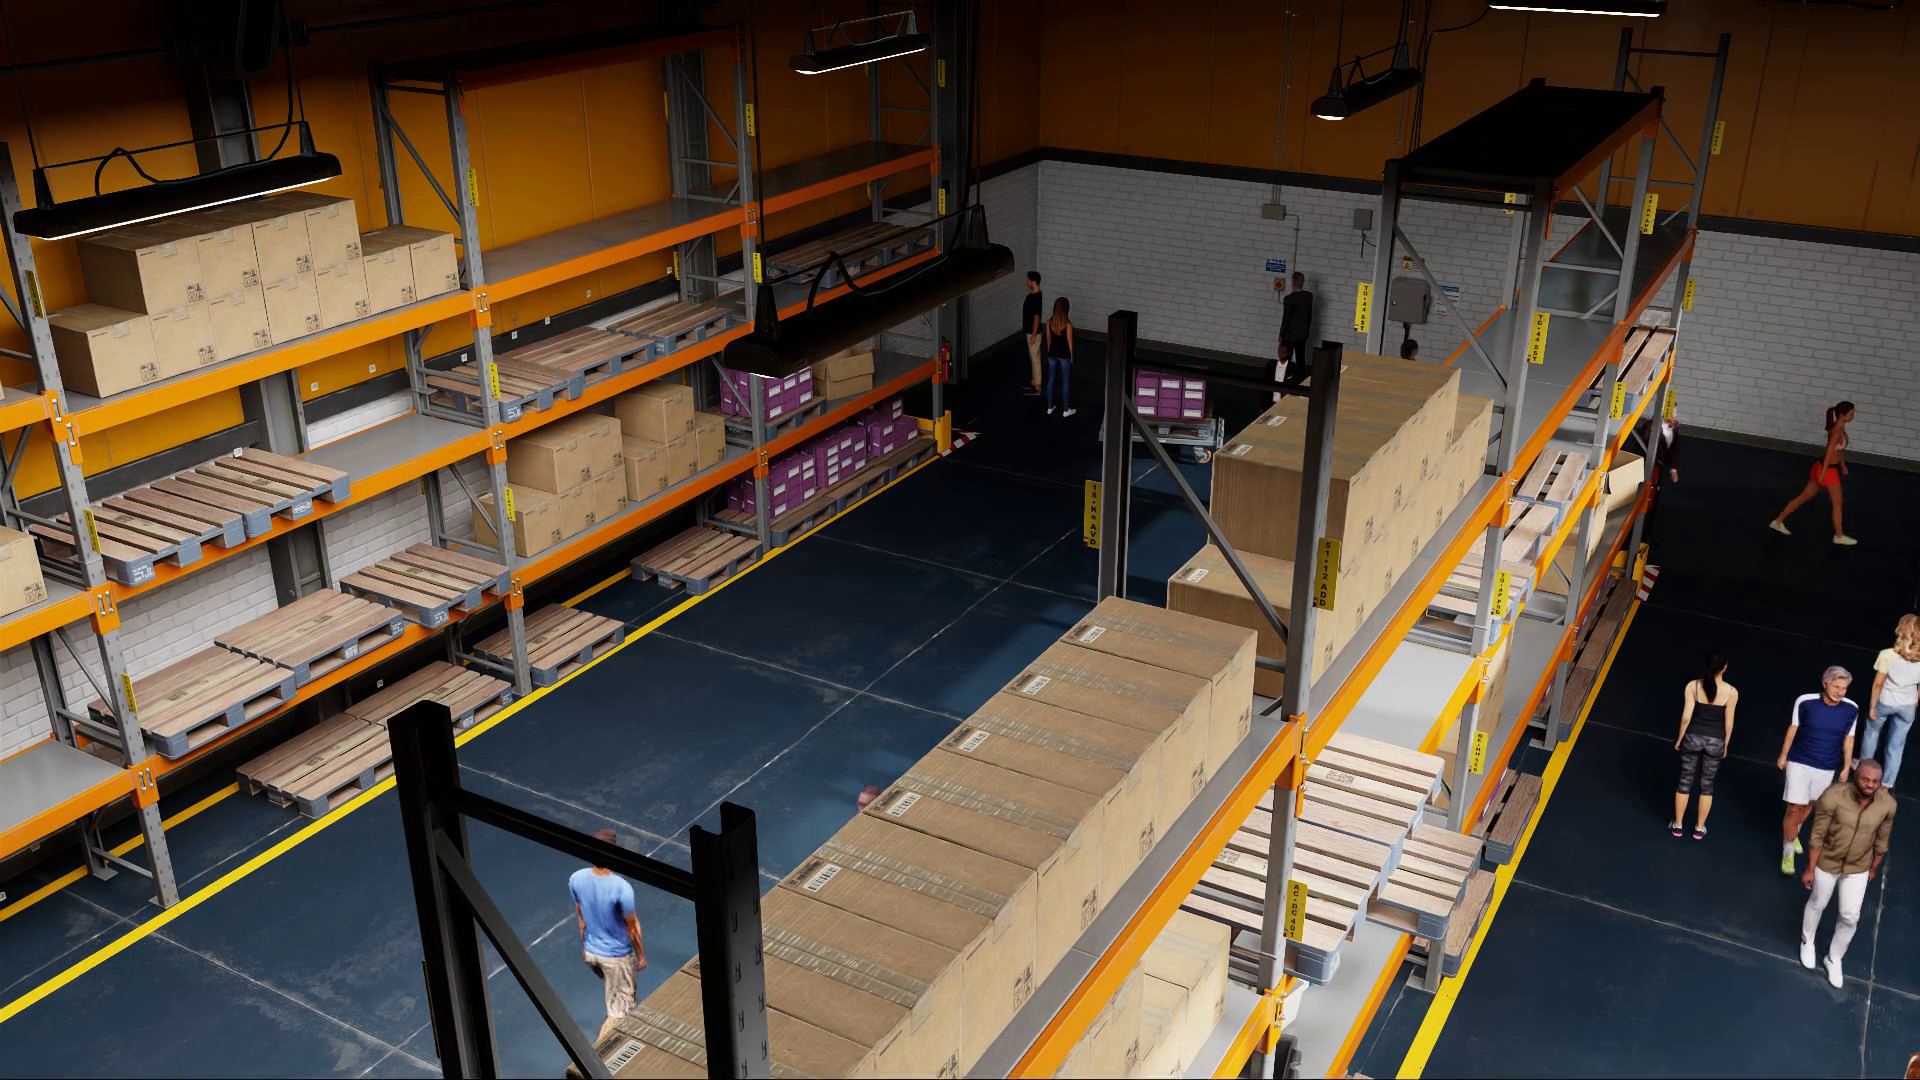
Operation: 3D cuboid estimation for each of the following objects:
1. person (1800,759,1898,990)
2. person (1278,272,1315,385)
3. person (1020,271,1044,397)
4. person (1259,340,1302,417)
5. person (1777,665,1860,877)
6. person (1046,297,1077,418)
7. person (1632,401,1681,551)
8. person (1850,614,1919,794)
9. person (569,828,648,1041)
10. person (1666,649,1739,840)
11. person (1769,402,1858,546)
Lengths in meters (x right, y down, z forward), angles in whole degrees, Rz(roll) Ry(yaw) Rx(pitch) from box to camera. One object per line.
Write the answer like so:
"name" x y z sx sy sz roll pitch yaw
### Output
"person" 6.470 2.352 12.264 0.814 1.804 0.817 8 25 17
"person" 4.955 -3.071 24.631 0.750 1.837 0.873 -12 26 -26
"person" 1.100 -3.073 24.618 0.772 1.850 0.659 -1 24 -3
"person" 4.133 -1.717 21.575 0.658 1.802 0.562 11 26 24
"person" 6.931 1.776 13.578 0.855 1.808 1.053 4 24 8
"person" 1.426 -2.627 23.757 0.594 1.723 0.521 14 27 29
"person" 8.073 -0.841 19.571 1.182 1.802 1.135 -15 28 -31
"person" 8.110 1.489 14.372 0.813 1.698 0.975 5 24 12
"person" -2.398 2.817 11.165 0.679 1.833 1.159 11 26 24
"person" 6.183 1.700 13.853 0.601 1.726 0.574 9 25 20
"person" 10.060 -0.787 19.526 0.767 1.740 1.160 9 25 19
